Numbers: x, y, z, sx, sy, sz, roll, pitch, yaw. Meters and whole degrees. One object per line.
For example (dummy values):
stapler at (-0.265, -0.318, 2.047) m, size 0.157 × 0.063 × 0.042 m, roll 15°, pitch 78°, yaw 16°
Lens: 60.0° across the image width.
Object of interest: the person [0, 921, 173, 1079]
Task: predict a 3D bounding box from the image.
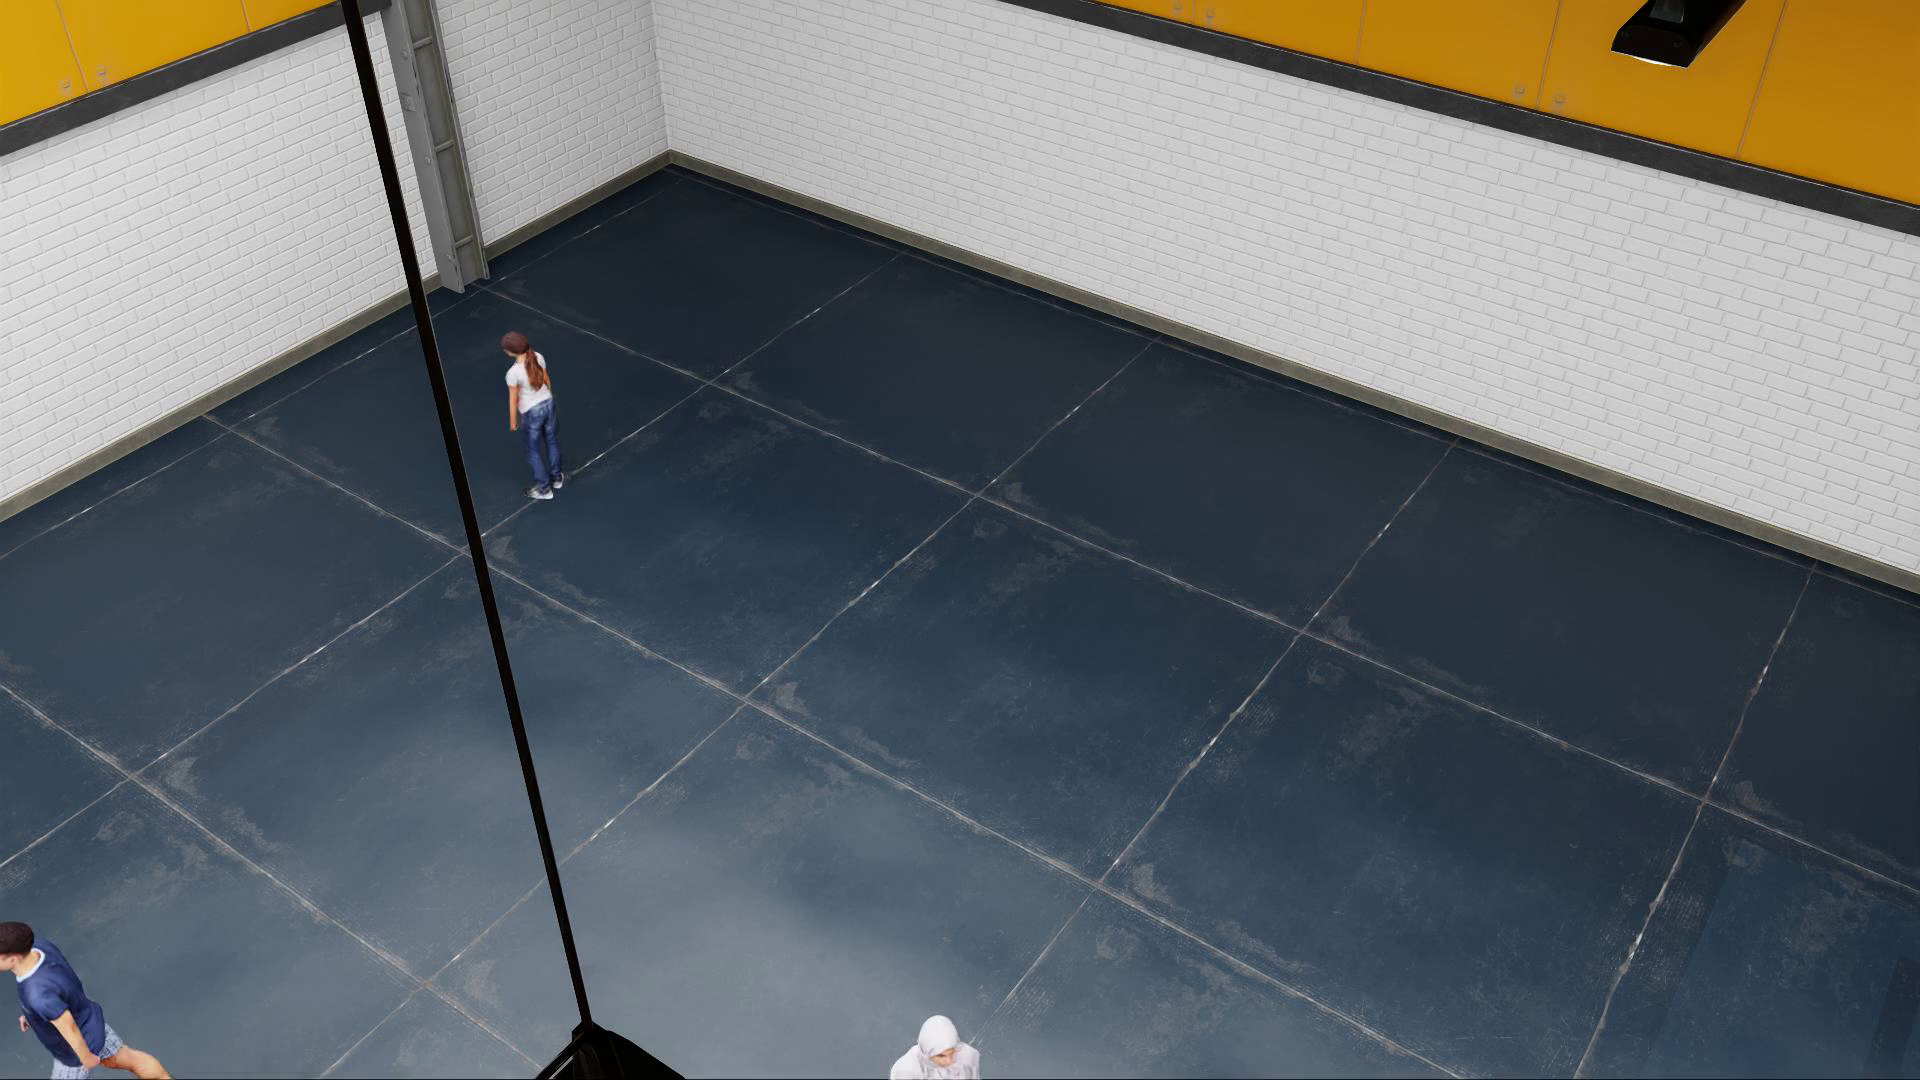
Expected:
person at (-4.599, 2.589, 8.829) m, size 1.217 × 1.797 × 1.014 m, roll -15°, pitch 41°, yaw -18°

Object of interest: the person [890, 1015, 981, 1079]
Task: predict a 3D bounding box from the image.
person at (-0.159, 2.910, 8.453) m, size 0.818 × 1.764 × 0.872 m, roll -12°, pitch 40°, yaw -14°

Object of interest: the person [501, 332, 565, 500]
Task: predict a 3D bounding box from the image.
person at (-3.463, -1.073, 13.616) m, size 0.521 × 1.545 × 0.686 m, roll -21°, pitch 43°, yaw -24°
